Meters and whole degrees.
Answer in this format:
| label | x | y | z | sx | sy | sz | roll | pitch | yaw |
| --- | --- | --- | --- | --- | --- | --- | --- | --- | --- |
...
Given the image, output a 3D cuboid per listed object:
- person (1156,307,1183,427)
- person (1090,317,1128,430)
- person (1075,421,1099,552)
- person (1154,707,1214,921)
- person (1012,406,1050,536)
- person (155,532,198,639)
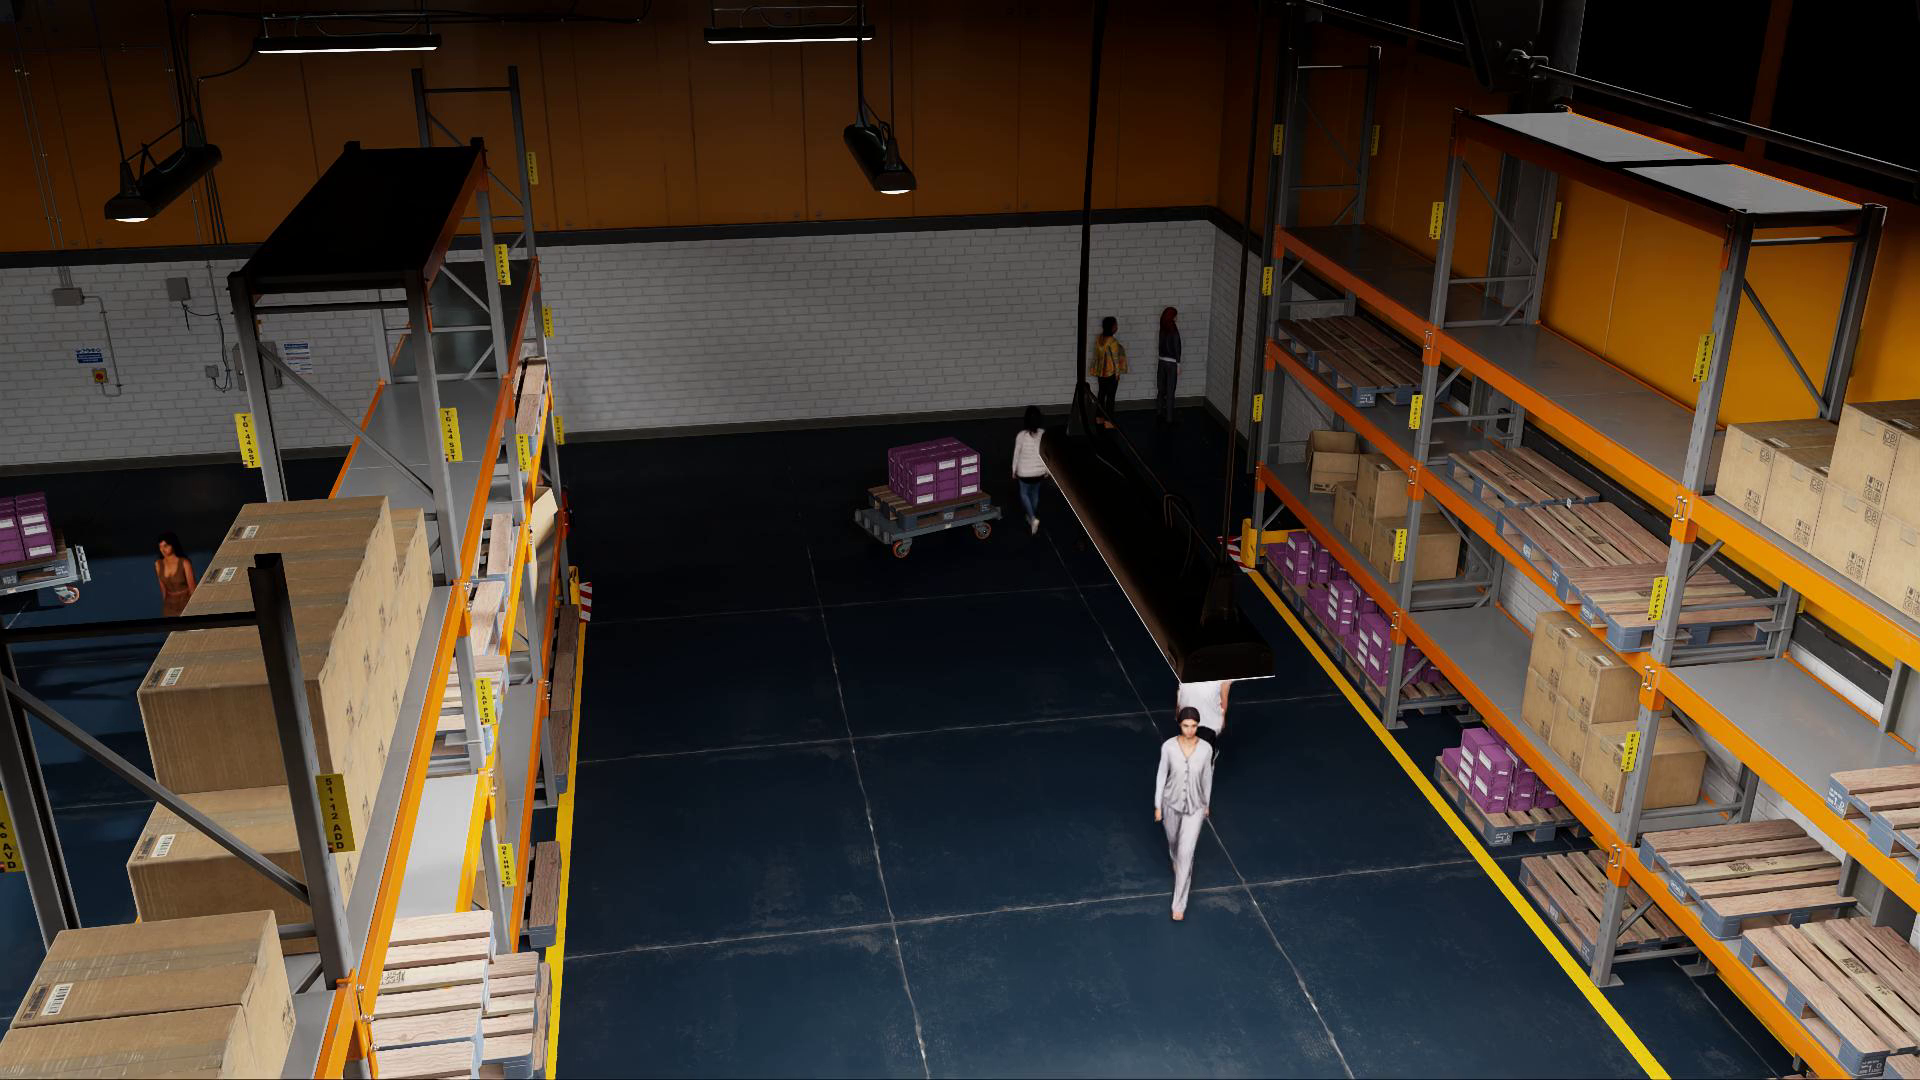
| label | x | y | z | sx | sy | sz | roll | pitch | yaw |
| --- | --- | --- | --- | --- | --- | --- | --- | --- | --- |
| person | 3.047 | -2.544 | 24.288 | 0.705 | 1.780 | 0.573 | -15 | 28 | -30 |
| person | 2.152 | -2.449 | 24.226 | 0.883 | 1.655 | 0.805 | -13 | 27 | -27 |
| person | 1.587 | -0.657 | 20.143 | 0.600 | 1.642 | 0.529 | -1 | 24 | -3 |
| person | 1.822 | 2.134 | 13.649 | 0.870 | 1.729 | 1.200 | 4 | 24 | 8 |
| person | 0.901 | -0.850 | 20.610 | 0.698 | 1.621 | 0.946 | -6 | 24 | -13 |
| person | -7.934 | 0.671 | 17.097 | 0.752 | 1.649 | 1.095 | 2 | 24 | 4 |
